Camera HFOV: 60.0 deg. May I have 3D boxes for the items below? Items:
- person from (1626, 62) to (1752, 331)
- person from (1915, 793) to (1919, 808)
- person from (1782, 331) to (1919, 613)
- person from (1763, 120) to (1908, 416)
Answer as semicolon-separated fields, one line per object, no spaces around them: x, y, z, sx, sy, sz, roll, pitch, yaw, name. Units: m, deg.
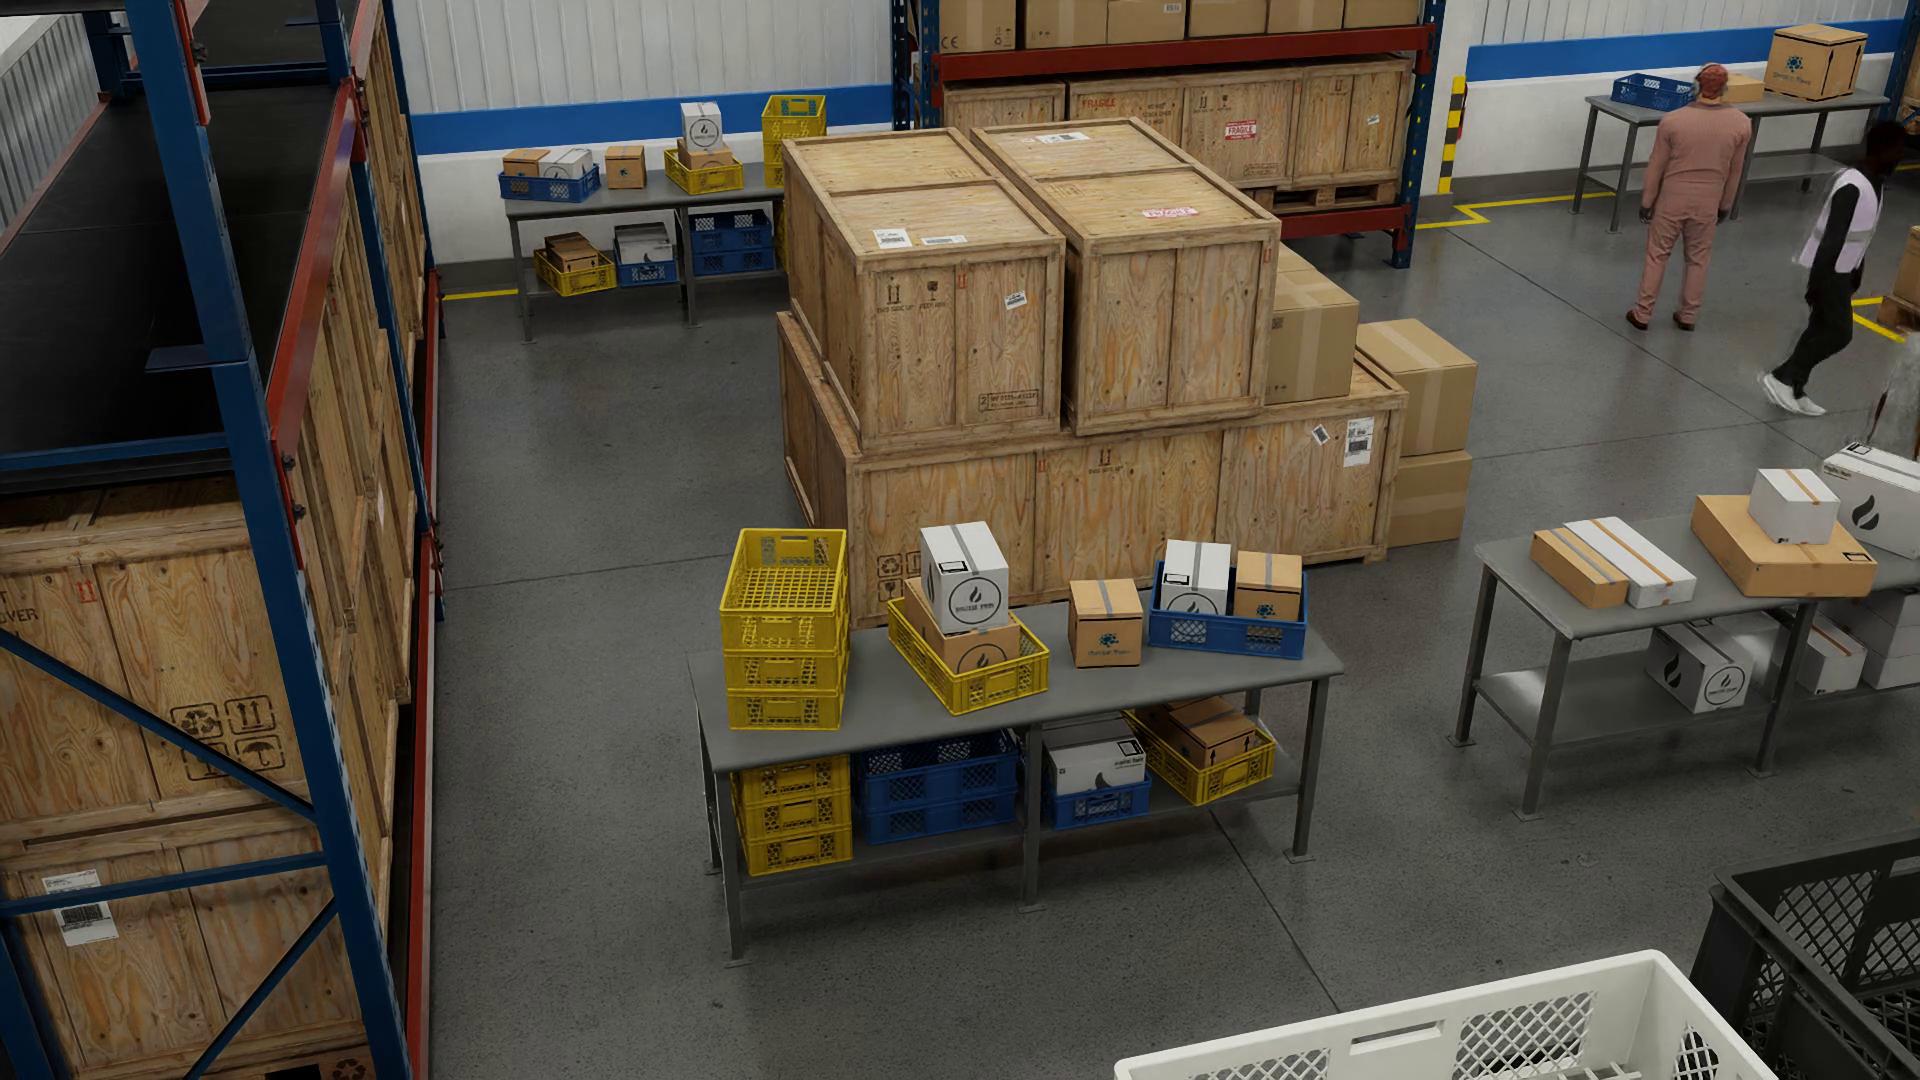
5.161;-2.420;11.811;0.652;1.902;0.400;3;29;5;person
4.329;0.389;6.722;0.337;1.883;0.584;-3;29;-6;person
4.574;-0.410;8.237;0.787;1.835;0.520;0;29;0;person
5.529;-1.688;10.478;0.452;1.895;0.633;22;36;35;person
